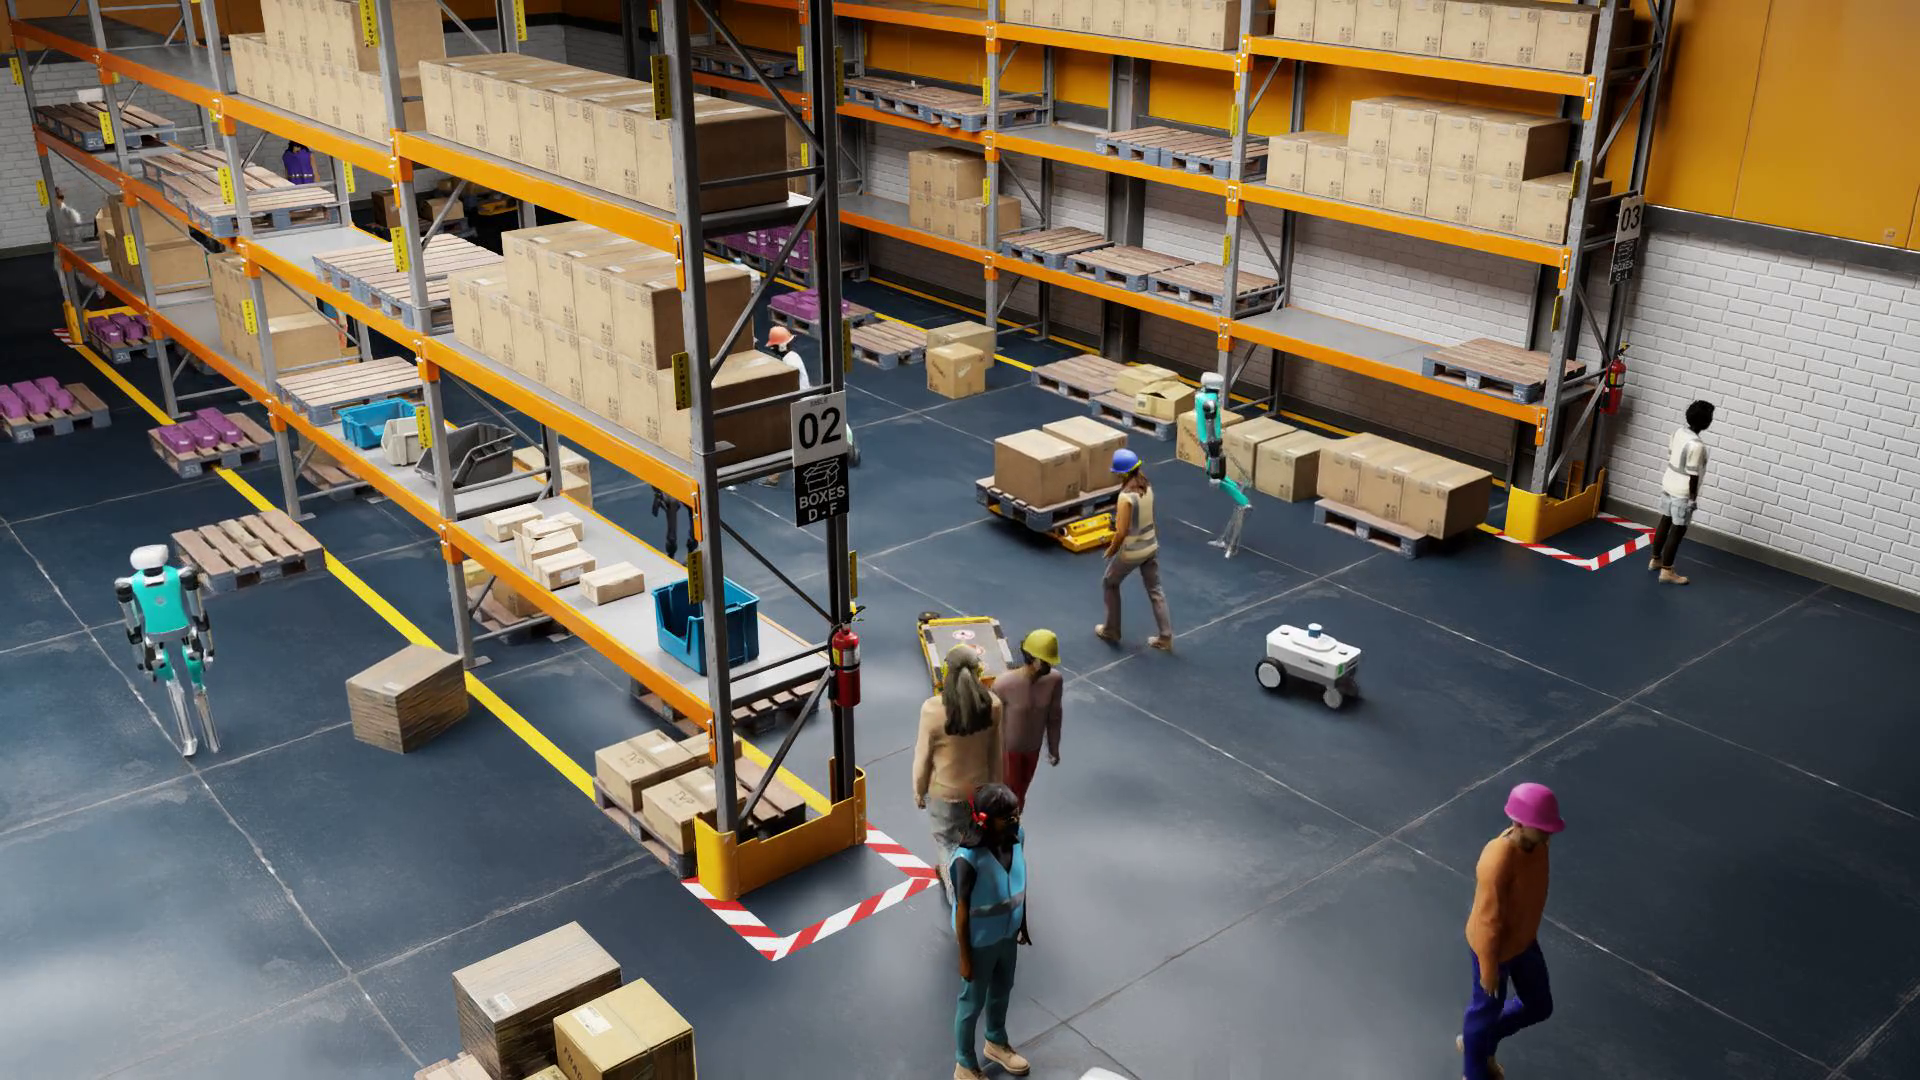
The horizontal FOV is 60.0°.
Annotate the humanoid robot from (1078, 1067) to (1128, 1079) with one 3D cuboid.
[{"bbox_3d":[0.650,2.865,7.090,0.537,1.738,0.708,10,25,23],"label":"humanoid robot"}]

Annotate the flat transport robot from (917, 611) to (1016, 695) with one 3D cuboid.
[{"bbox_3d":[0.062,0.958,13.425,0.659,0.231,1.431,-3,24,-7],"label":"flat transport robot"}]

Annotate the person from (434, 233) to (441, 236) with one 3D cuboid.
[{"bbox_3d":[-6.457,-3.038,20.921,0.461,1.659,0.269,16,28,33],"label":"person"}]

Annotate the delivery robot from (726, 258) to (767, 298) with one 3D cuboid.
[{"bbox_3d":[-3.179,-3.754,23.978,0.499,0.597,0.801,-18,29,-36],"label":"delivery robot"}]

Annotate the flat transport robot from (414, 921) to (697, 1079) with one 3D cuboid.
[{"bbox_3d":[-2.079,3.096,8.474,1.431,0.231,0.659,-18,29,-36],"label":"flat transport robot"}]

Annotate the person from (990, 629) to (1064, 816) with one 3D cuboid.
[{"bbox_3d":[0.403,1.343,10.689,0.535,1.724,0.487,-16,28,-32],"label":"person"}]

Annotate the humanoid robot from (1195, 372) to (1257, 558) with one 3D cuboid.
[{"bbox_3d":[2.515,-0.693,15.381,0.757,1.766,0.542,1,23,2],"label":"humanoid robot"}]

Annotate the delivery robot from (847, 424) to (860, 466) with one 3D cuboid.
[{"bbox_3d":[-1.366,-1.104,17.837,0.499,0.592,0.791,-5,24,-11],"label":"delivery robot"}]

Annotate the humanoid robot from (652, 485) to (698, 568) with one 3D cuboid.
[{"bbox_3d":[-2.481,-0.452,14.914,0.595,1.657,0.330,-12,26,-25],"label":"humanoid robot"}]

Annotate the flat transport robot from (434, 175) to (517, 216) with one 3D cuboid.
[{"bbox_3d":[-8.546,-5.960,29.446,1.431,0.231,0.659,17,29,34],"label":"flat transport robot"}]

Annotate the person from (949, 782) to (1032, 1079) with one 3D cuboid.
[{"bbox_3d":[0.152,2.094,8.797,0.506,1.860,0.390,-21,31,-40],"label":"person"}]

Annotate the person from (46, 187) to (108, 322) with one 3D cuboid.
[{"bbox_3d":[-12.225,-3.963,22.874,0.509,1.812,0.755,4,24,9],"label":"person"}]

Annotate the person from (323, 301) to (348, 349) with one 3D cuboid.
[{"bbox_3d":[-7.527,-2.754,20.132,0.322,1.766,0.504,-11,26,-23],"label":"person"}]

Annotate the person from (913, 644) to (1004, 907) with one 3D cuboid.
[{"bbox_3d":[-0.002,1.498,10.194,0.561,1.847,0.821,-8,25,-18],"label":"person"}]

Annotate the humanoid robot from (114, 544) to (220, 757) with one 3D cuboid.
[{"bbox_3d":[-5.663,0.786,11.994,0.542,1.792,0.766,-10,25,-22],"label":"humanoid robot"}]

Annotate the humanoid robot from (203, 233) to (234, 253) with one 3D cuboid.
[{"bbox_3d":[-11.519,-5.082,25.596,0.939,1.753,0.572,21,31,40],"label":"humanoid robot"}]

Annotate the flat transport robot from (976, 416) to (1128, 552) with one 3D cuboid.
[{"bbox_3d":[0.926,-0.260,16.245,0.659,0.231,1.431,-16,28,-33],"label":"flat transport robot"}]

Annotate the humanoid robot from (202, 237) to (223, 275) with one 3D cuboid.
[{"bbox_3d":[-10.505,-4.075,23.267,0.802,1.805,0.542,-7,24,-17],"label":"humanoid robot"}]

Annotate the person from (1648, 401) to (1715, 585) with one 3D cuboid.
[{"bbox_3d":[6.460,-0.440,14.867,0.318,1.692,0.548,1,23,2],"label":"person"}]

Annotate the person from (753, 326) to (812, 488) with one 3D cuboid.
[{"bbox_3d":[-1.726,-1.348,16.976,0.849,1.686,0.583,1,23,2],"label":"person"}]

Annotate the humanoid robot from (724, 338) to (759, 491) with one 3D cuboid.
[{"bbox_3d":[-2.388,-1.403,16.960,0.686,1.736,0.541,18,29,36],"label":"humanoid robot"}]

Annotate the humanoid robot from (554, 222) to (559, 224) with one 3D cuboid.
[{"bbox_3d":[-5.204,-3.244,21.400,0.600,1.635,0.576,0,23,1],"label":"humanoid robot"}]

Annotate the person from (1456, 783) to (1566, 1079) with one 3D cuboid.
[{"bbox_3d":[2.851,2.110,8.610,0.537,1.971,0.449,-18,29,-36],"label":"person"}]

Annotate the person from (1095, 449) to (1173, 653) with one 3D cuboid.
[{"bbox_3d":[1.402,0.099,13.579,0.797,1.711,0.476,19,30,37],"label":"person"}]

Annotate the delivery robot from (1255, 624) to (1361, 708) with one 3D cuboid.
[{"bbox_3d":[2.743,0.949,13.109,0.792,0.614,0.499,19,30,37],"label":"delivery robot"}]

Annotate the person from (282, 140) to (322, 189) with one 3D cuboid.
[{"bbox_3d":[-10.421,-5.576,26.460,0.532,1.931,0.409,-1,23,-2],"label":"person"}]
